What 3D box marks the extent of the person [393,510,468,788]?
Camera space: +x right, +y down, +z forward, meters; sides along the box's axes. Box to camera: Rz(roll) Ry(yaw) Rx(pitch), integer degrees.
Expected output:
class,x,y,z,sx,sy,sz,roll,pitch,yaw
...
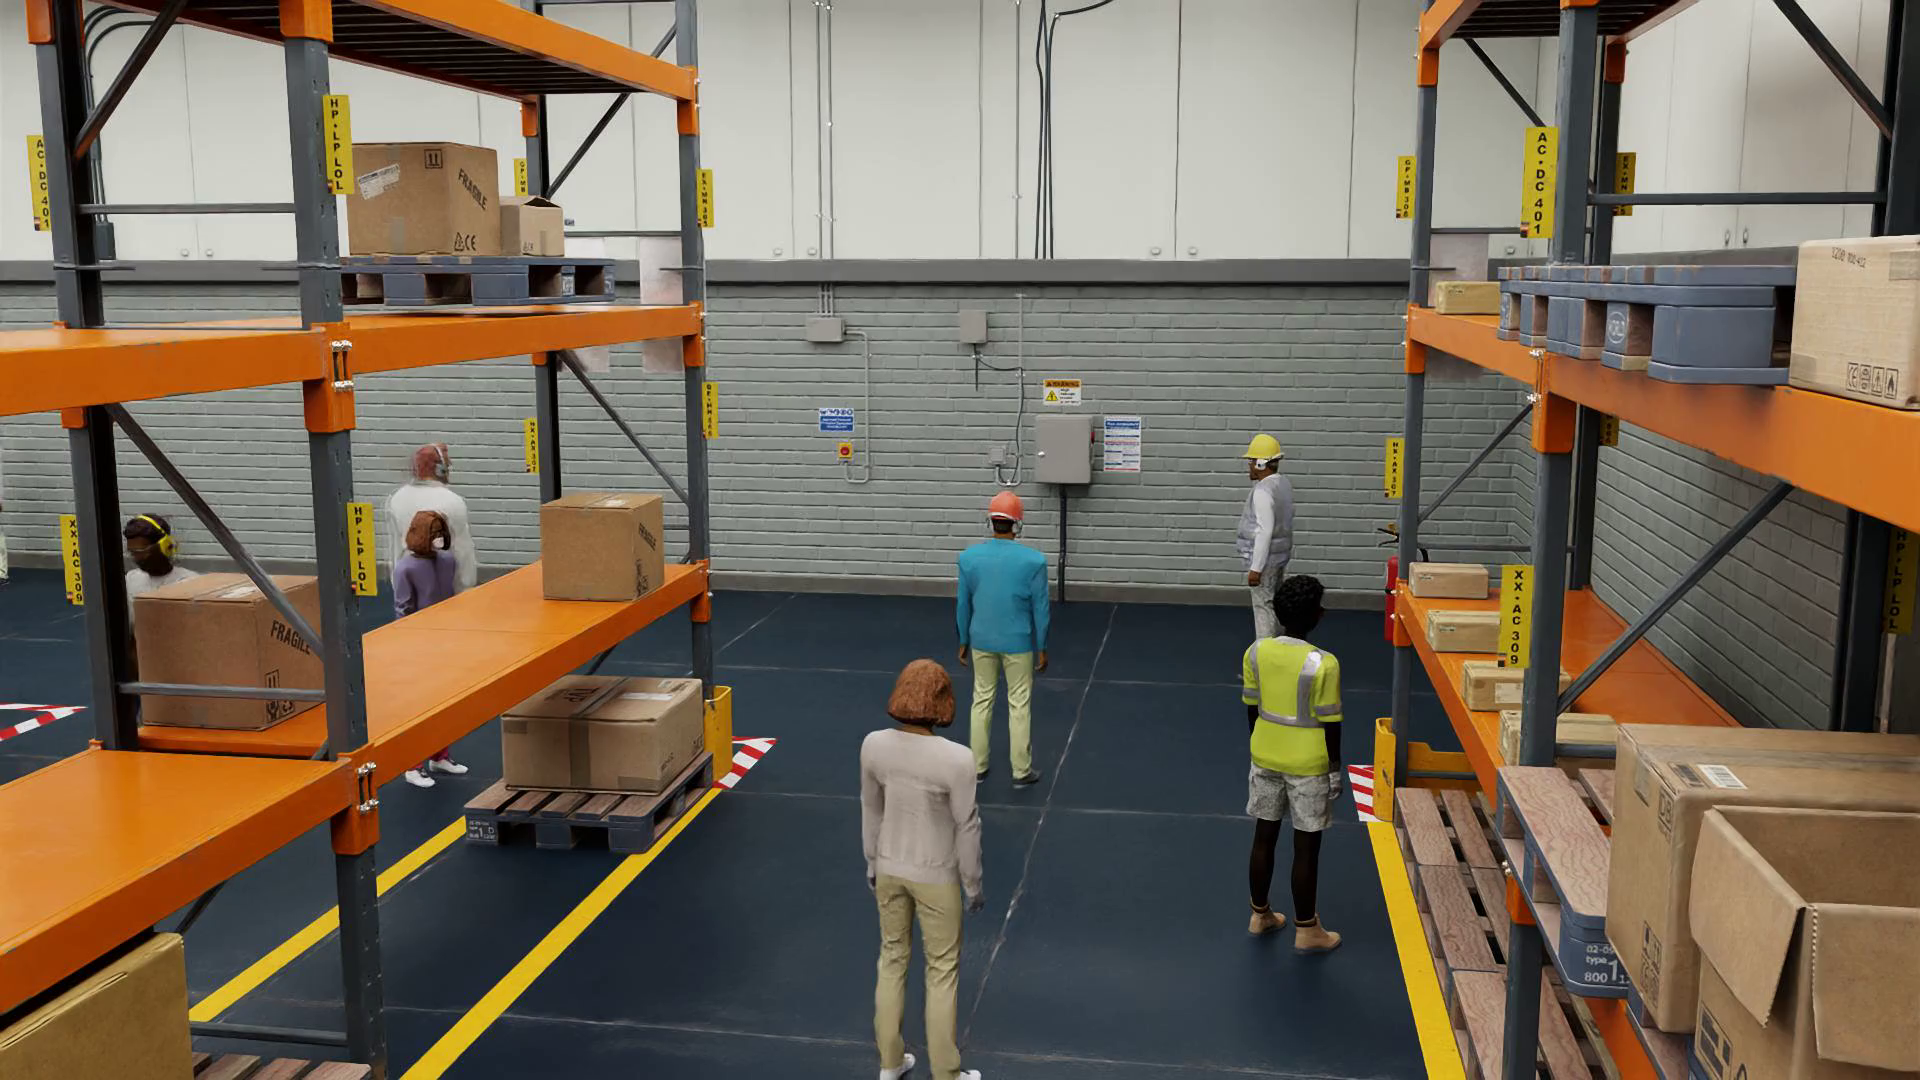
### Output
class,x,y,z,sx,sy,sz,roll,pitch,yaw
person,-3.139,0.629,9.867,0.269,1.632,0.505,4,10,22

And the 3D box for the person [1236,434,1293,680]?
class,x,y,z,sx,sy,sz,roll,pitch,yaw
person,2.248,0.134,12.312,0.403,1.830,0.599,4,10,25

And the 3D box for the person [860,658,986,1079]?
class,x,y,z,sx,sy,sz,roll,pitch,yaw
person,-0.146,1.241,6.119,0.501,1.632,0.282,6,11,32

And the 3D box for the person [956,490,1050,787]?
class,x,y,z,sx,sy,sz,roll,pitch,yaw
person,0.266,0.576,9.833,0.577,1.748,0.340,4,10,22

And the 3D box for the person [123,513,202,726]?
class,x,y,z,sx,sy,sz,roll,pitch,yaw
person,-3.992,0.739,8.605,0.528,1.833,0.671,3,10,17

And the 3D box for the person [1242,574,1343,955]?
class,x,y,z,sx,sy,sz,roll,pitch,yaw
person,1.491,0.993,7.429,0.318,1.697,0.535,-8,12,-39

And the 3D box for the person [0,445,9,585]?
class,x,y,z,sx,sy,sz,roll,pitch,yaw
person,-9.440,-0.412,15.974,0.573,1.738,0.355,3,10,20

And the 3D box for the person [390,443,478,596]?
class,x,y,z,sx,sy,sz,roll,pitch,yaw
person,-3.595,0.274,11.339,0.653,1.871,0.930,6,11,32
